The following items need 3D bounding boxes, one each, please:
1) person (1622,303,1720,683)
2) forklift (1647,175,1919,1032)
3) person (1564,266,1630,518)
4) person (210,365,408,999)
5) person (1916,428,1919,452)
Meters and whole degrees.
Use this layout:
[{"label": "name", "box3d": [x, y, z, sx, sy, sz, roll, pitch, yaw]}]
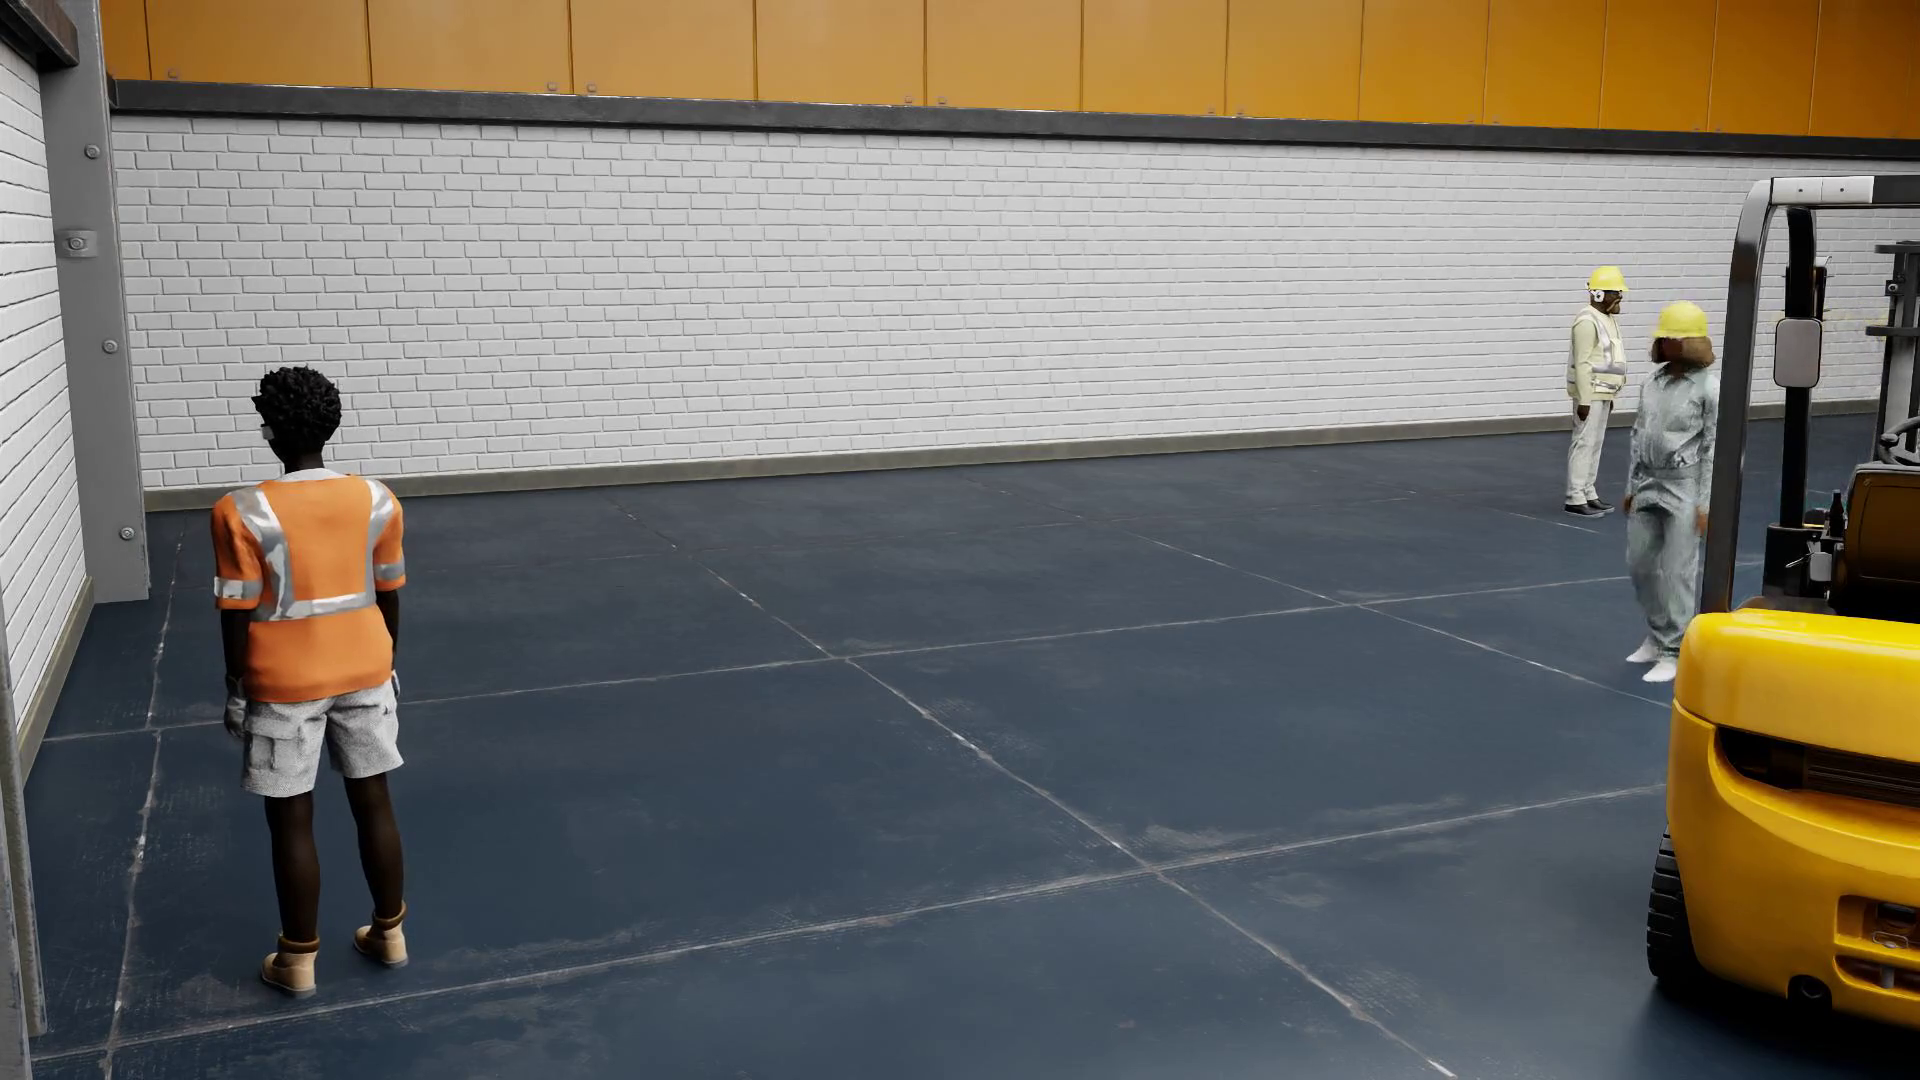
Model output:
[{"label": "person", "box3d": [3.303, -0.215, 7.662, 0.459, 1.729, 0.529, -4, 11, -23]}, {"label": "forklift", "box3d": [2.810, 0.094, 4.662, 1.214, 2.155, 2.313, 7, 12, 34]}, {"label": "person", "box3d": [4.640, -1.075, 12.135, 0.403, 1.825, 0.591, 7, 13, 35]}, {"label": "person", "box3d": [-1.730, 0.379, 4.485, 0.320, 1.689, 0.526, 9, 13, 39]}, {"label": "person", "box3d": [4.139, -0.139, 7.248, 0.879, 1.728, 0.530, 8, 13, 38]}]
